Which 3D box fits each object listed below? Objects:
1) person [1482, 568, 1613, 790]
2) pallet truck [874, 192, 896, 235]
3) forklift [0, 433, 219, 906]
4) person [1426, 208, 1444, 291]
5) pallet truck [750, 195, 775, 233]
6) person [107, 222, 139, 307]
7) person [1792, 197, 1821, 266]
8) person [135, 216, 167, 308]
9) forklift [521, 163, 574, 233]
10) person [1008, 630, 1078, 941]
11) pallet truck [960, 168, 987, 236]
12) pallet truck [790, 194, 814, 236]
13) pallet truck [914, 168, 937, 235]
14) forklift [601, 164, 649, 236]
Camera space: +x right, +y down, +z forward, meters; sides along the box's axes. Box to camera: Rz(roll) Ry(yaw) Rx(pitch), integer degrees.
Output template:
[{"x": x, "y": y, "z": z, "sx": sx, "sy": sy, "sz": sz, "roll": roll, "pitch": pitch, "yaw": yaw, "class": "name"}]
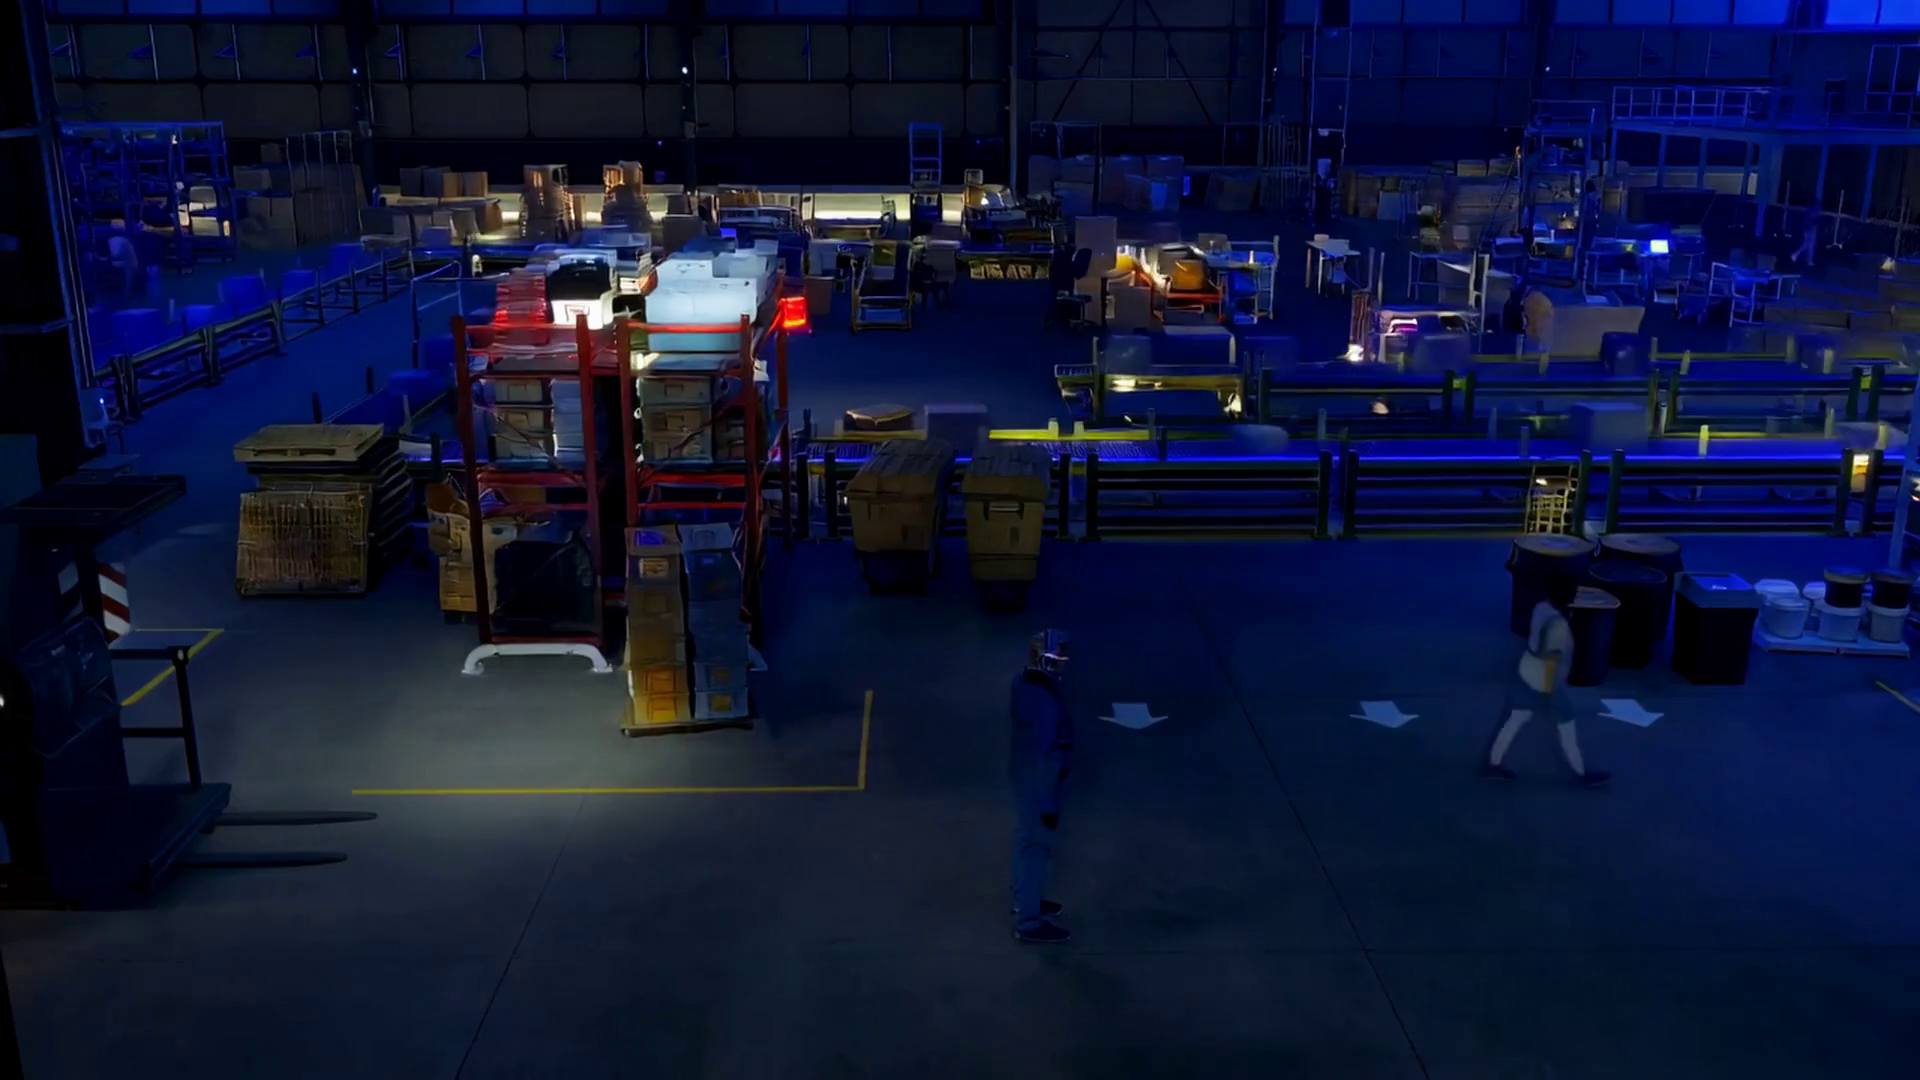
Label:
[{"x": 4.210, "y": 0.986, "z": 11.841, "sx": 0.886, "sy": 1.644, "sz": 0.538, "roll": 0, "pitch": 16, "yaw": -1, "class": "person"}, {"x": -2.277, "y": -9.986, "z": 50.594, "sx": 0.653, "sy": 1.274, "sz": 1.630, "roll": 0, "pitch": 16, "yaw": -1, "class": "pallet truck"}, {"x": -5.952, "y": 0.780, "z": 10.366, "sx": 1.873, "sy": 2.768, "sz": 1.129, "roll": 0, "pitch": 16, "yaw": -1, "class": "forklift"}, {"x": 10.853, "y": -6.638, "z": 37.949, "sx": 0.328, "sy": 1.872, "sz": 0.515, "roll": 4, "pitch": 17, "yaw": 15, "class": "person"}, {"x": -6.051, "y": -9.967, "z": 50.660, "sx": 0.680, "sy": 1.201, "sz": 1.601, "roll": 0, "pitch": 16, "yaw": -1, "class": "pallet truck"}, {"x": -17.738, "y": -5.836, "z": 35.283, "sx": 0.596, "sy": 1.804, "sz": 0.429, "roll": 3, "pitch": 16, "yaw": 11, "class": "person"}, {"x": 21.701, "y": -7.893, "z": 42.534, "sx": 0.527, "sy": 1.751, "sz": 0.515, "roll": -5, "pitch": 17, "yaw": -18, "class": "person"}, {"x": -17.010, "y": -5.844, "z": 35.014, "sx": 0.621, "sy": 1.973, "sz": 0.712, "roll": 3, "pitch": 16, "yaw": 9, "class": "person"}, {"x": -12.233, "y": -10.122, "z": 49.298, "sx": 1.157, "sy": 1.987, "sz": 2.680, "roll": 0, "pitch": 16, "yaw": -1, "class": "forklift"}, {"x": 0.498, "y": 1.437, "z": 9.841, "sx": 0.399, "sy": 1.900, "sz": 0.636, "roll": -3, "pitch": 16, "yaw": -9, "class": "person"}, {"x": 0.383, "y": -10.230, "z": 50.206, "sx": 0.823, "sy": 1.965, "sz": 1.885, "roll": -1, "pitch": 16, "yaw": -3, "class": "pallet truck"}, {"x": -4.814, "y": -9.883, "z": 50.259, "sx": 0.704, "sy": 1.261, "sz": 1.522, "roll": -1, "pitch": 16, "yaw": -3, "class": "pallet truck"}, {"x": -0.989, "y": -10.316, "z": 50.507, "sx": 0.823, "sy": 1.965, "sz": 1.885, "roll": 1, "pitch": 16, "yaw": 3, "class": "pallet truck"}, {"x": -9.948, "y": -10.127, "z": 49.296, "sx": 1.157, "sy": 1.987, "sz": 2.680, "roll": -1, "pitch": 16, "yaw": -3, "class": "forklift"}]
